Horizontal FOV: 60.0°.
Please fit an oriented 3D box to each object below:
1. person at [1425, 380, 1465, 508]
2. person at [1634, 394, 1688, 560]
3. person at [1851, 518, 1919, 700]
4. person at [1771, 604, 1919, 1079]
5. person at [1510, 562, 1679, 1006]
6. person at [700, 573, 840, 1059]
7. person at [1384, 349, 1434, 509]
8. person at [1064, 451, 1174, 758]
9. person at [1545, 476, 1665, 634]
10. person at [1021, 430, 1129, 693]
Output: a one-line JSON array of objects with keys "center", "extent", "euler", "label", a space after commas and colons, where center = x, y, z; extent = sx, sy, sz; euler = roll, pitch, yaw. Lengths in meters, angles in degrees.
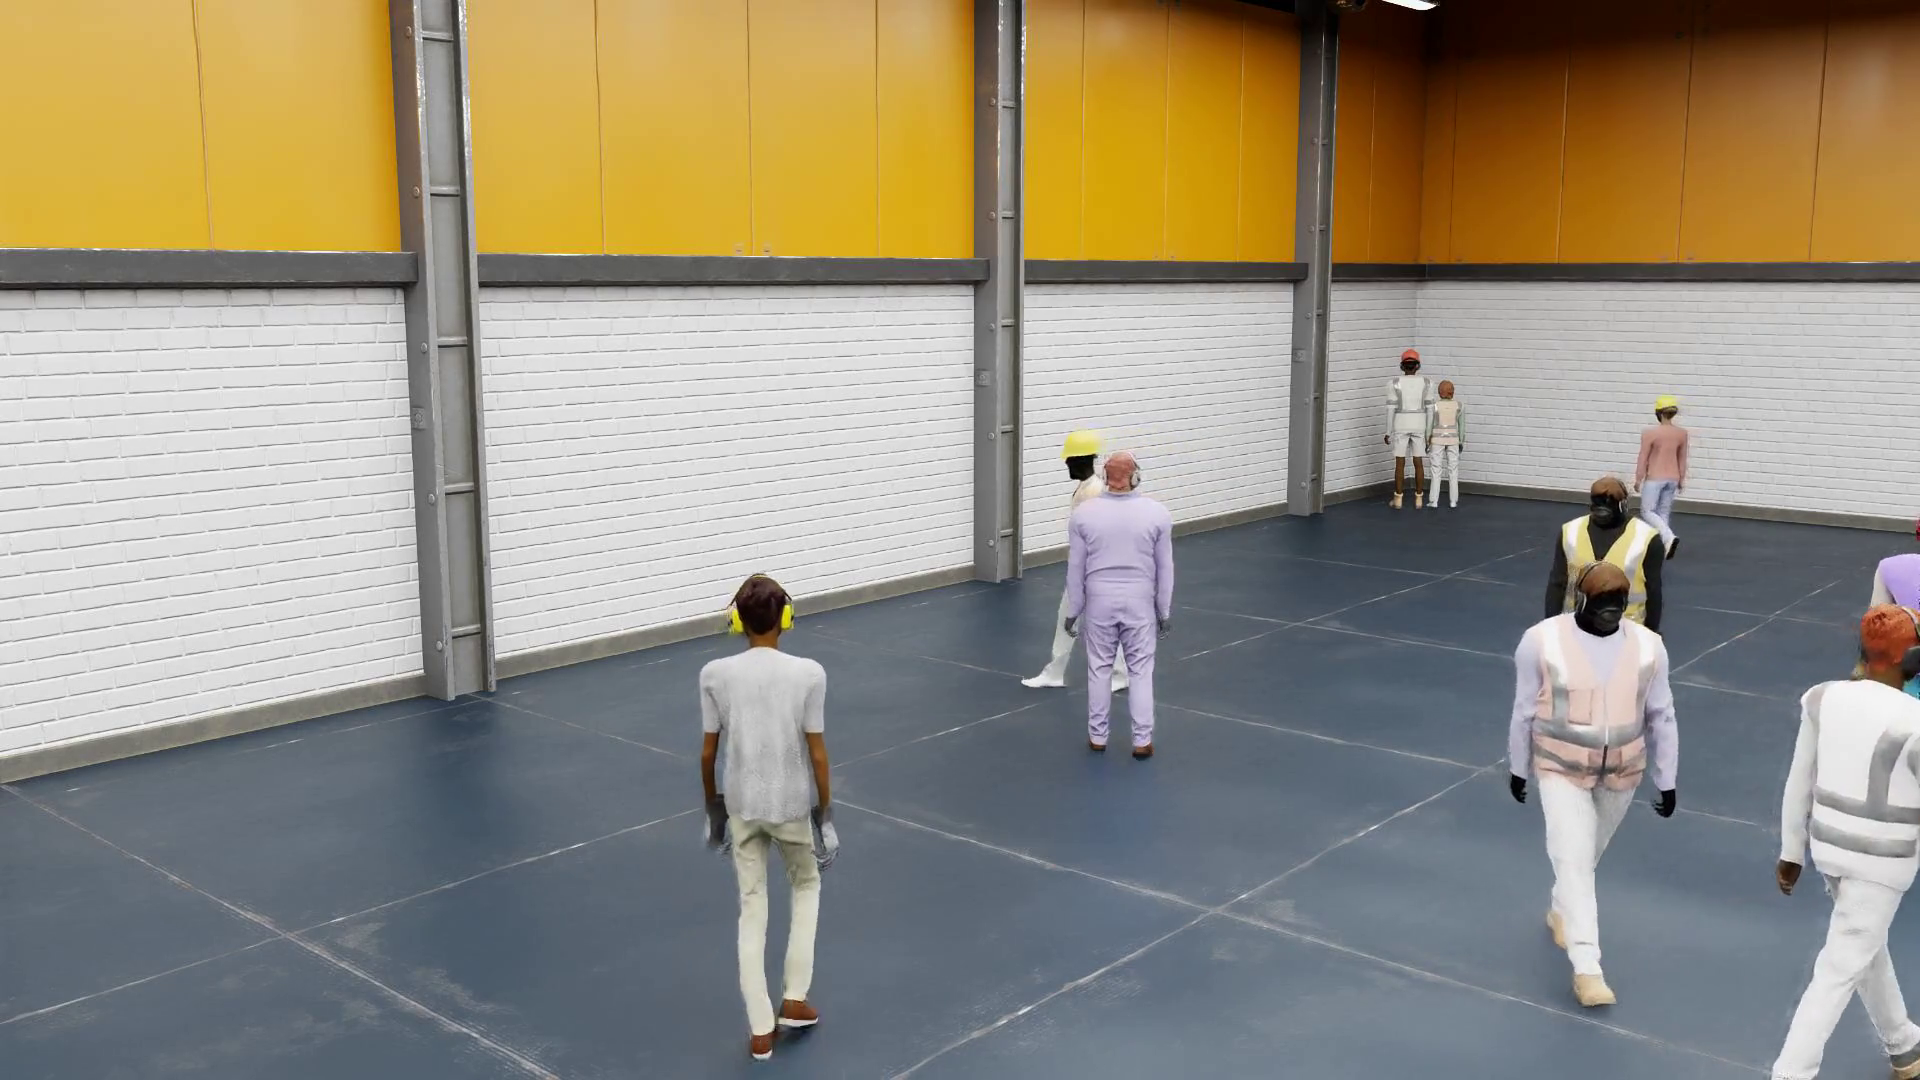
[{"center": [6.184, -1.213, 21.230], "extent": [0.511, 1.640, 0.308], "euler": [0, 9, 2], "label": "person"}, {"center": [7.297, -0.623, 17.189], "extent": [0.533, 1.750, 0.599], "euler": [-2, 9, -12], "label": "person"}, {"center": [5.091, 0.691, 8.787], "extent": [0.590, 1.800, 0.962], "euler": [2, 9, 15], "label": "person"}, {"center": [3.268, 1.134, 5.885], "extent": [0.984, 1.828, 0.579], "euler": [-3, 9, -15], "label": "person"}, {"center": [2.684, 0.973, 7.044], "extent": [0.648, 1.791, 0.980], "euler": [0, 9, 1], "label": "person"}, {"center": [-0.721, 1.044, 6.416], "extent": [0.554, 1.843, 0.563], "euler": [1, 9, 5], "label": "person"}, {"center": [5.722, -1.409, 21.231], "extent": [0.605, 2.033, 0.392], "euler": [0, 9, 3], "label": "person"}, {"center": [0.977, 0.417, 10.296], "extent": [0.681, 1.922, 0.580], "euler": [1, 9, 7], "label": "person"}, {"center": [3.882, 0.495, 10.034], "extent": [0.639, 1.800, 0.950], "euler": [7, 12, 38], "label": "person"}, {"center": [0.876, 0.162, 11.808], "extent": [0.816, 1.896, 0.605], "euler": [0, 9, 2], "label": "person"}]
